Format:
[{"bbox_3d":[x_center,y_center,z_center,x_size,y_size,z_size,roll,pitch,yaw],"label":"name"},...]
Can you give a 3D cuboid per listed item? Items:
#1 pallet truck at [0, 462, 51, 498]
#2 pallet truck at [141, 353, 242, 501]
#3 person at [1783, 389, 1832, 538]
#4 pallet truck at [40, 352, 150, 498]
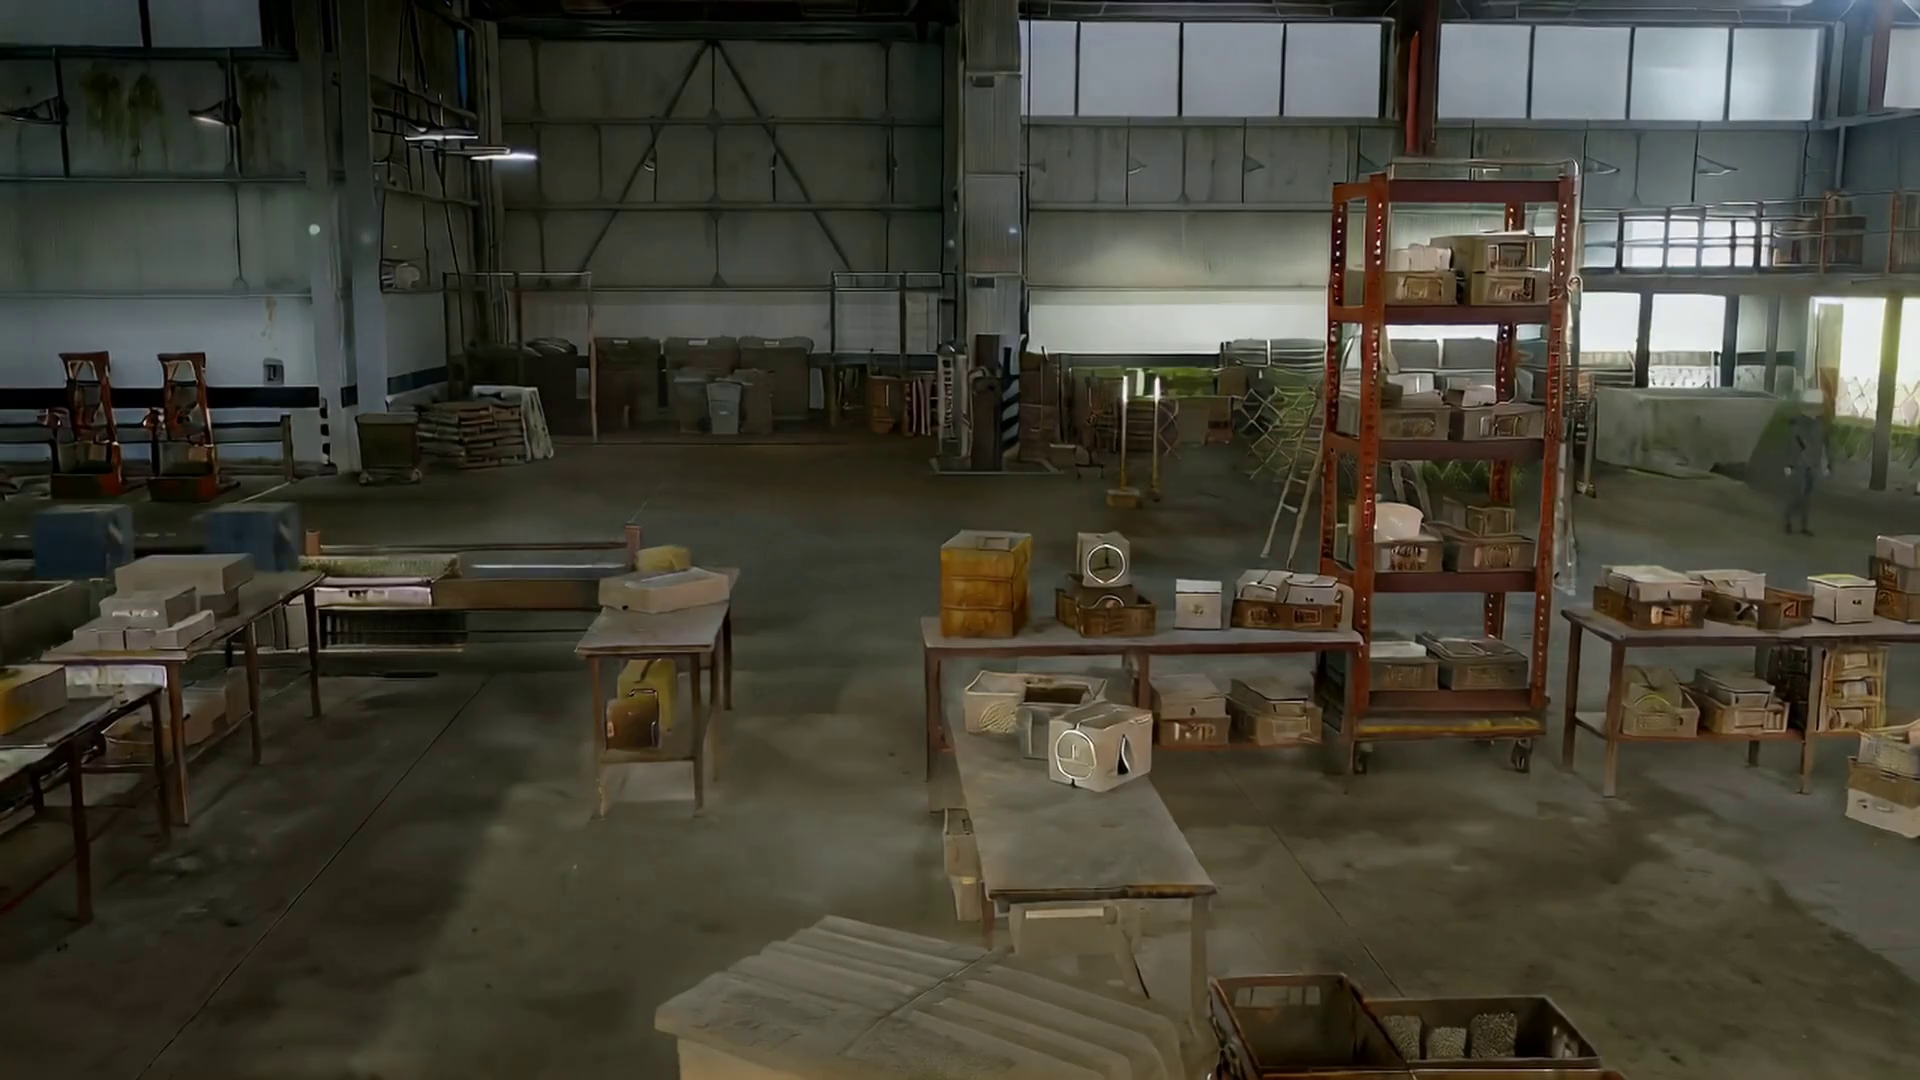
[{"bbox_3d":[-13.193,-1.293,23.148,0.653,1.274,1.630,-1,9,-4],"label":"pallet truck"},{"bbox_3d":[-10.520,-1.604,22.925,0.823,1.965,1.885,-1,9,-6],"label":"pallet truck"},{"bbox_3d":[9.799,-0.880,19.218,0.498,1.729,0.388,-2,9,-11],"label":"person"},{"bbox_3d":[-11.907,-1.642,23.165,0.823,1.965,1.885,0,9,0],"label":"pallet truck"}]
